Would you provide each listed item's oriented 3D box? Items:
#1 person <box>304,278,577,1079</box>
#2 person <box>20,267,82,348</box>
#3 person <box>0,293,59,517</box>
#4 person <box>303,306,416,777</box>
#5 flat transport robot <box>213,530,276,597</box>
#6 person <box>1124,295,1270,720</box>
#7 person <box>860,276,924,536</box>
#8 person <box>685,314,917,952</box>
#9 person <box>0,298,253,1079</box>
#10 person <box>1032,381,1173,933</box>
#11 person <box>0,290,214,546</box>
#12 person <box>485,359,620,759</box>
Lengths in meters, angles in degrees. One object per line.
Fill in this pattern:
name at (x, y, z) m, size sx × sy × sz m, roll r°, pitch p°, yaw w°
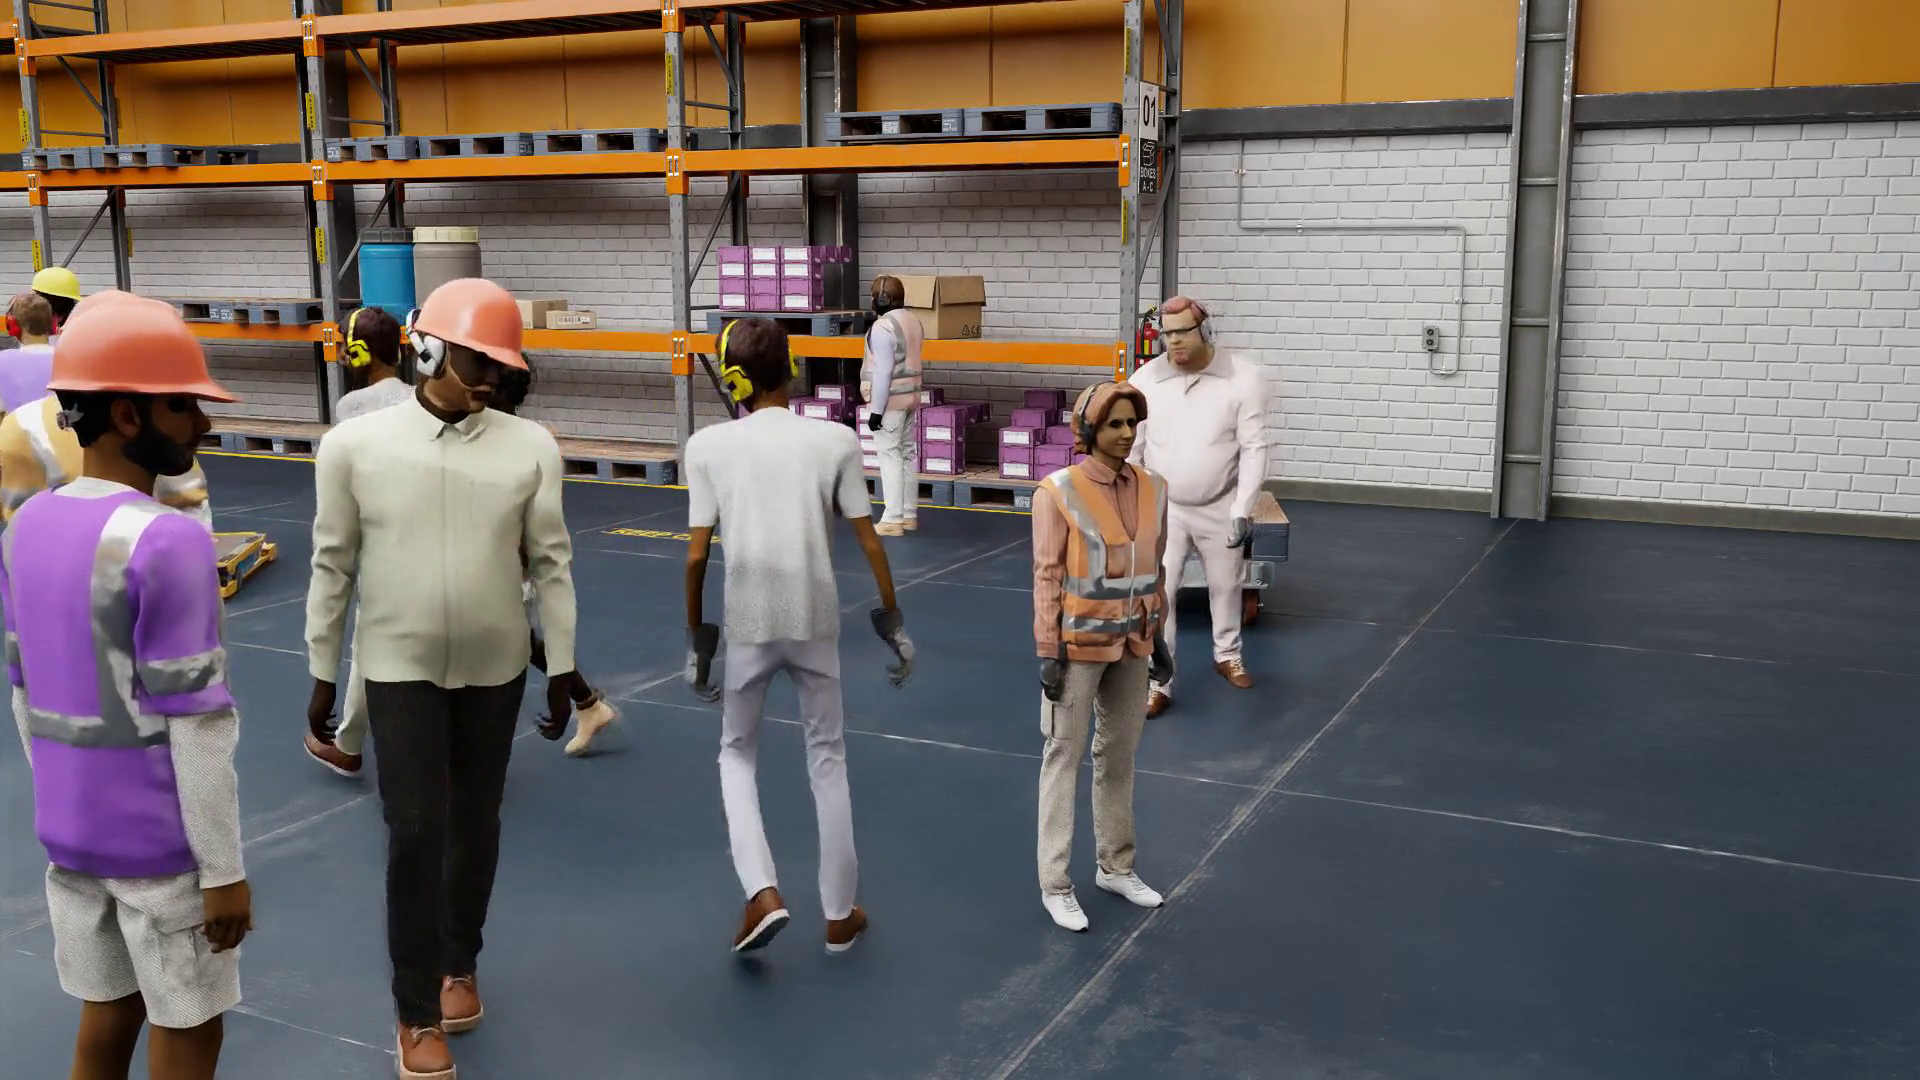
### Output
person at (-1.250, 0.344, 4.103) m, size 0.656 × 1.946 × 0.786 m, roll -5°, pitch 11°, yaw -26°
person at (-5.364, -0.658, 9.931) m, size 0.377 × 1.918 × 0.585 m, roll -7°, pitch 12°, yaw -34°
person at (-4.660, -0.346, 8.476) m, size 0.596 × 1.790 × 0.960 m, roll -9°, pitch 13°, yaw -42°
person at (-2.107, 0.062, 6.121) m, size 1.008 × 1.815 × 0.542 m, roll 6°, pitch 12°, yaw 31°
flat transport robot at (-4.642, 0.138, 10.086) m, size 0.652 × 0.197 × 1.431 m, roll -2°, pitch 10°, yaw -11°
person at (1.051, -0.176, 7.447) m, size 0.674 × 1.842 × 0.927 m, roll 2°, pitch 10°, yaw 14°
person at (-0.492, -0.951, 11.834) m, size 0.429 × 1.839 × 0.634 m, roll 4°, pitch 11°, yaw 23°
person at (-0.439, 0.291, 4.727) m, size 0.687 × 1.846 × 0.463 m, roll -1°, pitch 10°, yaw -6°
person at (-1.497, 0.529, 3.087) m, size 0.547 × 1.934 × 0.376 m, roll 6°, pitch 12°, yaw 31°
person at (0.428, 0.338, 5.023) m, size 0.511 × 1.641 × 0.309 m, roll -7°, pitch 12°, yaw -36°
person at (-2.582, 0.191, 5.149) m, size 0.562 × 1.891 × 0.788 m, roll -8°, pitch 13°, yaw -40°
person at (-1.705, 0.084, 6.377) m, size 0.765 × 1.671 × 0.539 m, roll -3°, pitch 10°, yaw -18°
